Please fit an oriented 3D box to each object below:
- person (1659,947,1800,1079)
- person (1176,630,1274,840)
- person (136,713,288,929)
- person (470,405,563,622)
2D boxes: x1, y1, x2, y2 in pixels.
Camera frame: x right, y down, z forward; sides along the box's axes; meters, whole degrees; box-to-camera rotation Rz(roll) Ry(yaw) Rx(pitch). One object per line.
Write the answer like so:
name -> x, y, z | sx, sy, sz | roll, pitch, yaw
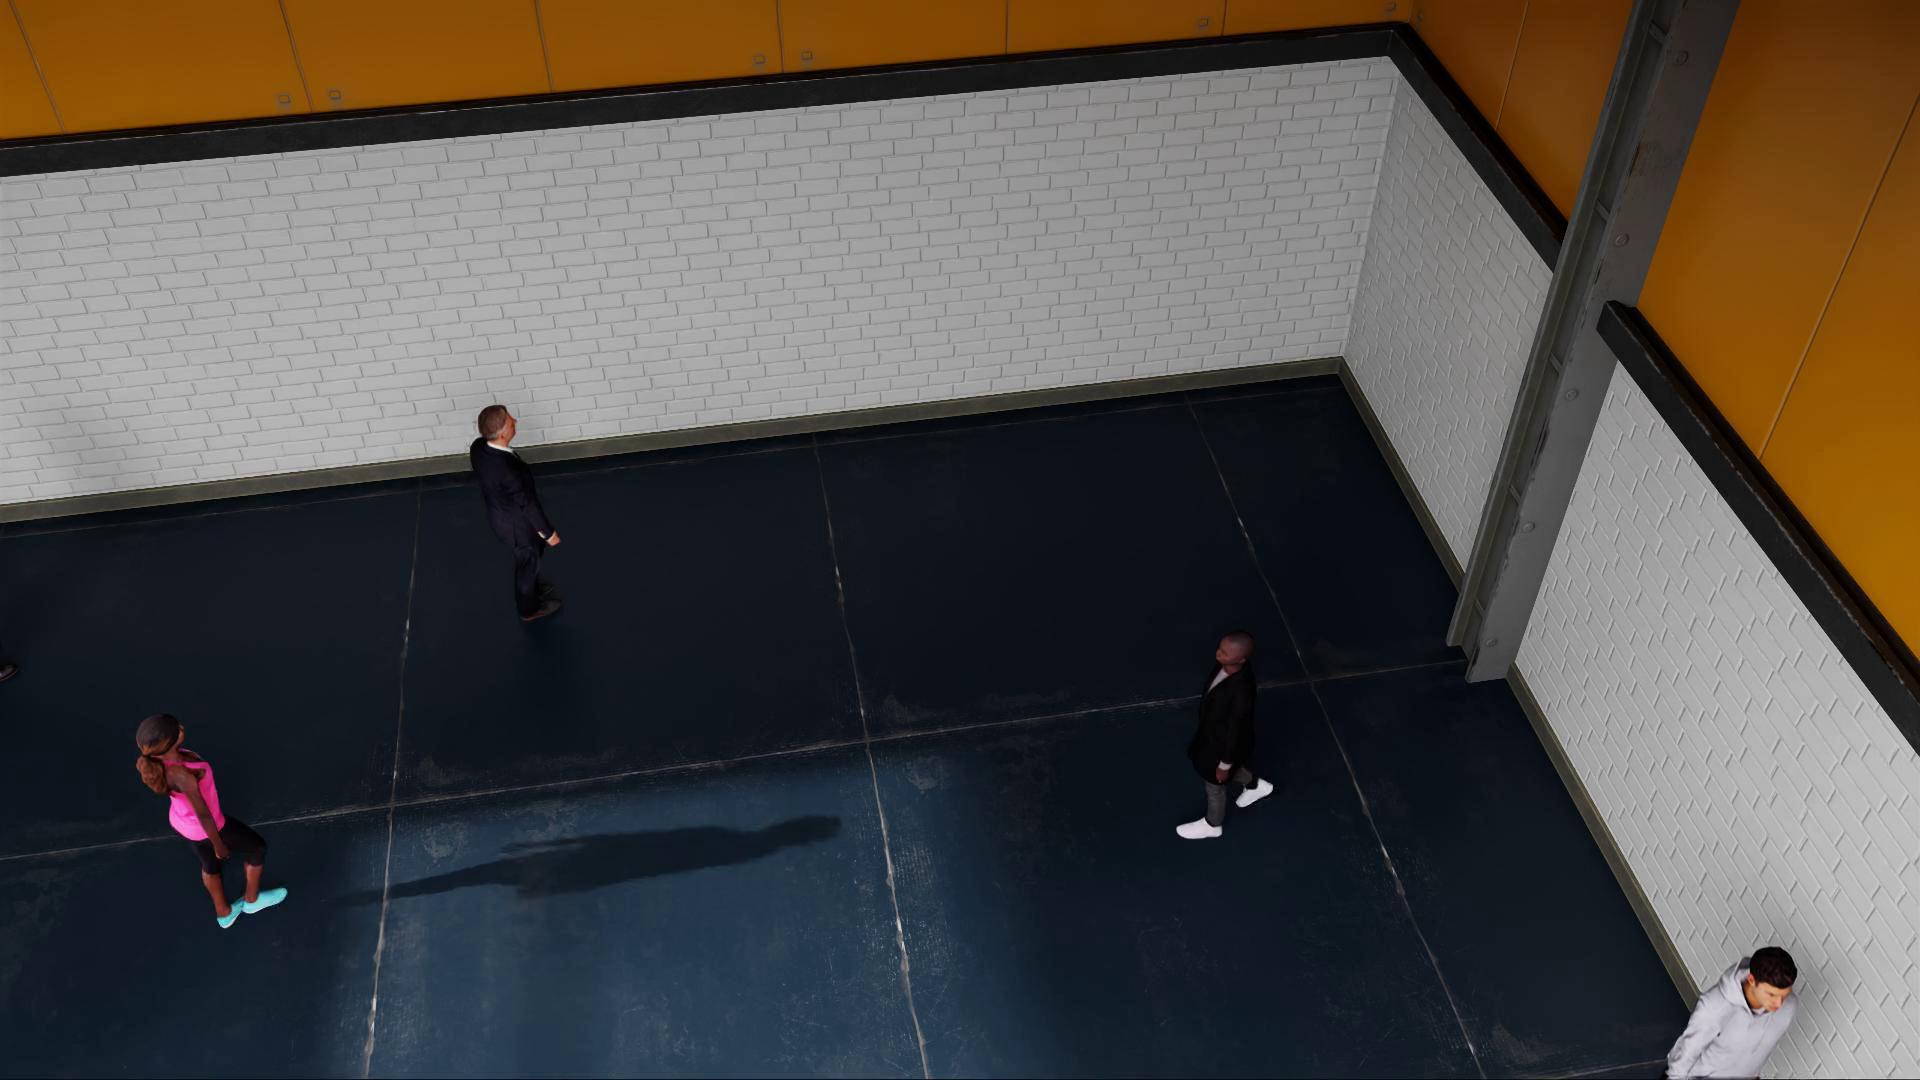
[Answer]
person -> 3.636, 2.537, 8.088 | 0.670, 1.929, 0.575 | -8, 44, -9
person -> 1.631, 1.143, 9.681 | 0.736, 1.751, 0.777 | -4, 44, -4
person -> -4.265, 1.628, 9.202 | 0.715, 1.709, 0.778 | 29, 51, 27
person -> -2.999, -0.125, 10.974 | 0.839, 1.802, 0.705 | -24, 49, -23
